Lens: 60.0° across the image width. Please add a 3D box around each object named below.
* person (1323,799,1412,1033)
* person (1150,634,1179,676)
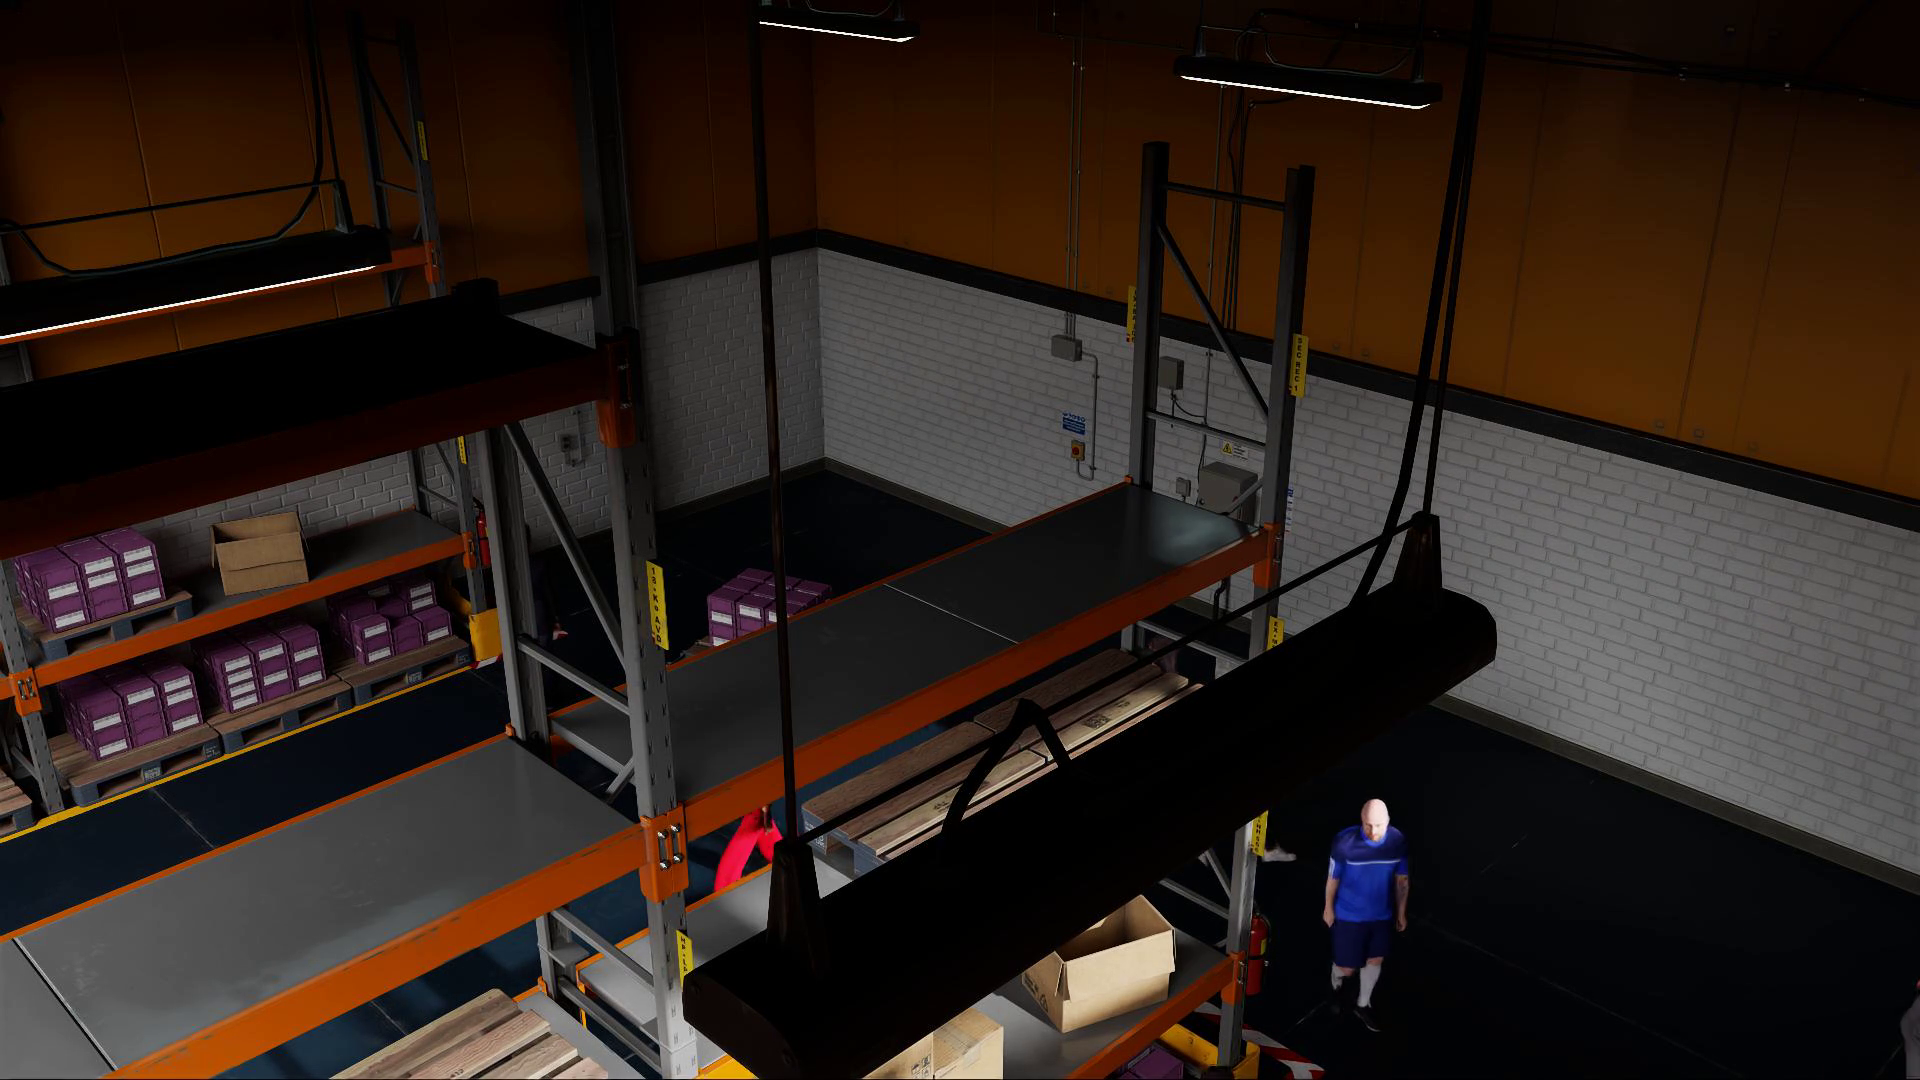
[{"bbox_3d":[2.660,2.432,11.110,0.827,1.820,0.907,-5,24,-11],"label":"person"},{"bbox_3d":[1.624,1.504,13.455,0.735,1.643,0.821,-19,30,-37],"label":"person"}]
